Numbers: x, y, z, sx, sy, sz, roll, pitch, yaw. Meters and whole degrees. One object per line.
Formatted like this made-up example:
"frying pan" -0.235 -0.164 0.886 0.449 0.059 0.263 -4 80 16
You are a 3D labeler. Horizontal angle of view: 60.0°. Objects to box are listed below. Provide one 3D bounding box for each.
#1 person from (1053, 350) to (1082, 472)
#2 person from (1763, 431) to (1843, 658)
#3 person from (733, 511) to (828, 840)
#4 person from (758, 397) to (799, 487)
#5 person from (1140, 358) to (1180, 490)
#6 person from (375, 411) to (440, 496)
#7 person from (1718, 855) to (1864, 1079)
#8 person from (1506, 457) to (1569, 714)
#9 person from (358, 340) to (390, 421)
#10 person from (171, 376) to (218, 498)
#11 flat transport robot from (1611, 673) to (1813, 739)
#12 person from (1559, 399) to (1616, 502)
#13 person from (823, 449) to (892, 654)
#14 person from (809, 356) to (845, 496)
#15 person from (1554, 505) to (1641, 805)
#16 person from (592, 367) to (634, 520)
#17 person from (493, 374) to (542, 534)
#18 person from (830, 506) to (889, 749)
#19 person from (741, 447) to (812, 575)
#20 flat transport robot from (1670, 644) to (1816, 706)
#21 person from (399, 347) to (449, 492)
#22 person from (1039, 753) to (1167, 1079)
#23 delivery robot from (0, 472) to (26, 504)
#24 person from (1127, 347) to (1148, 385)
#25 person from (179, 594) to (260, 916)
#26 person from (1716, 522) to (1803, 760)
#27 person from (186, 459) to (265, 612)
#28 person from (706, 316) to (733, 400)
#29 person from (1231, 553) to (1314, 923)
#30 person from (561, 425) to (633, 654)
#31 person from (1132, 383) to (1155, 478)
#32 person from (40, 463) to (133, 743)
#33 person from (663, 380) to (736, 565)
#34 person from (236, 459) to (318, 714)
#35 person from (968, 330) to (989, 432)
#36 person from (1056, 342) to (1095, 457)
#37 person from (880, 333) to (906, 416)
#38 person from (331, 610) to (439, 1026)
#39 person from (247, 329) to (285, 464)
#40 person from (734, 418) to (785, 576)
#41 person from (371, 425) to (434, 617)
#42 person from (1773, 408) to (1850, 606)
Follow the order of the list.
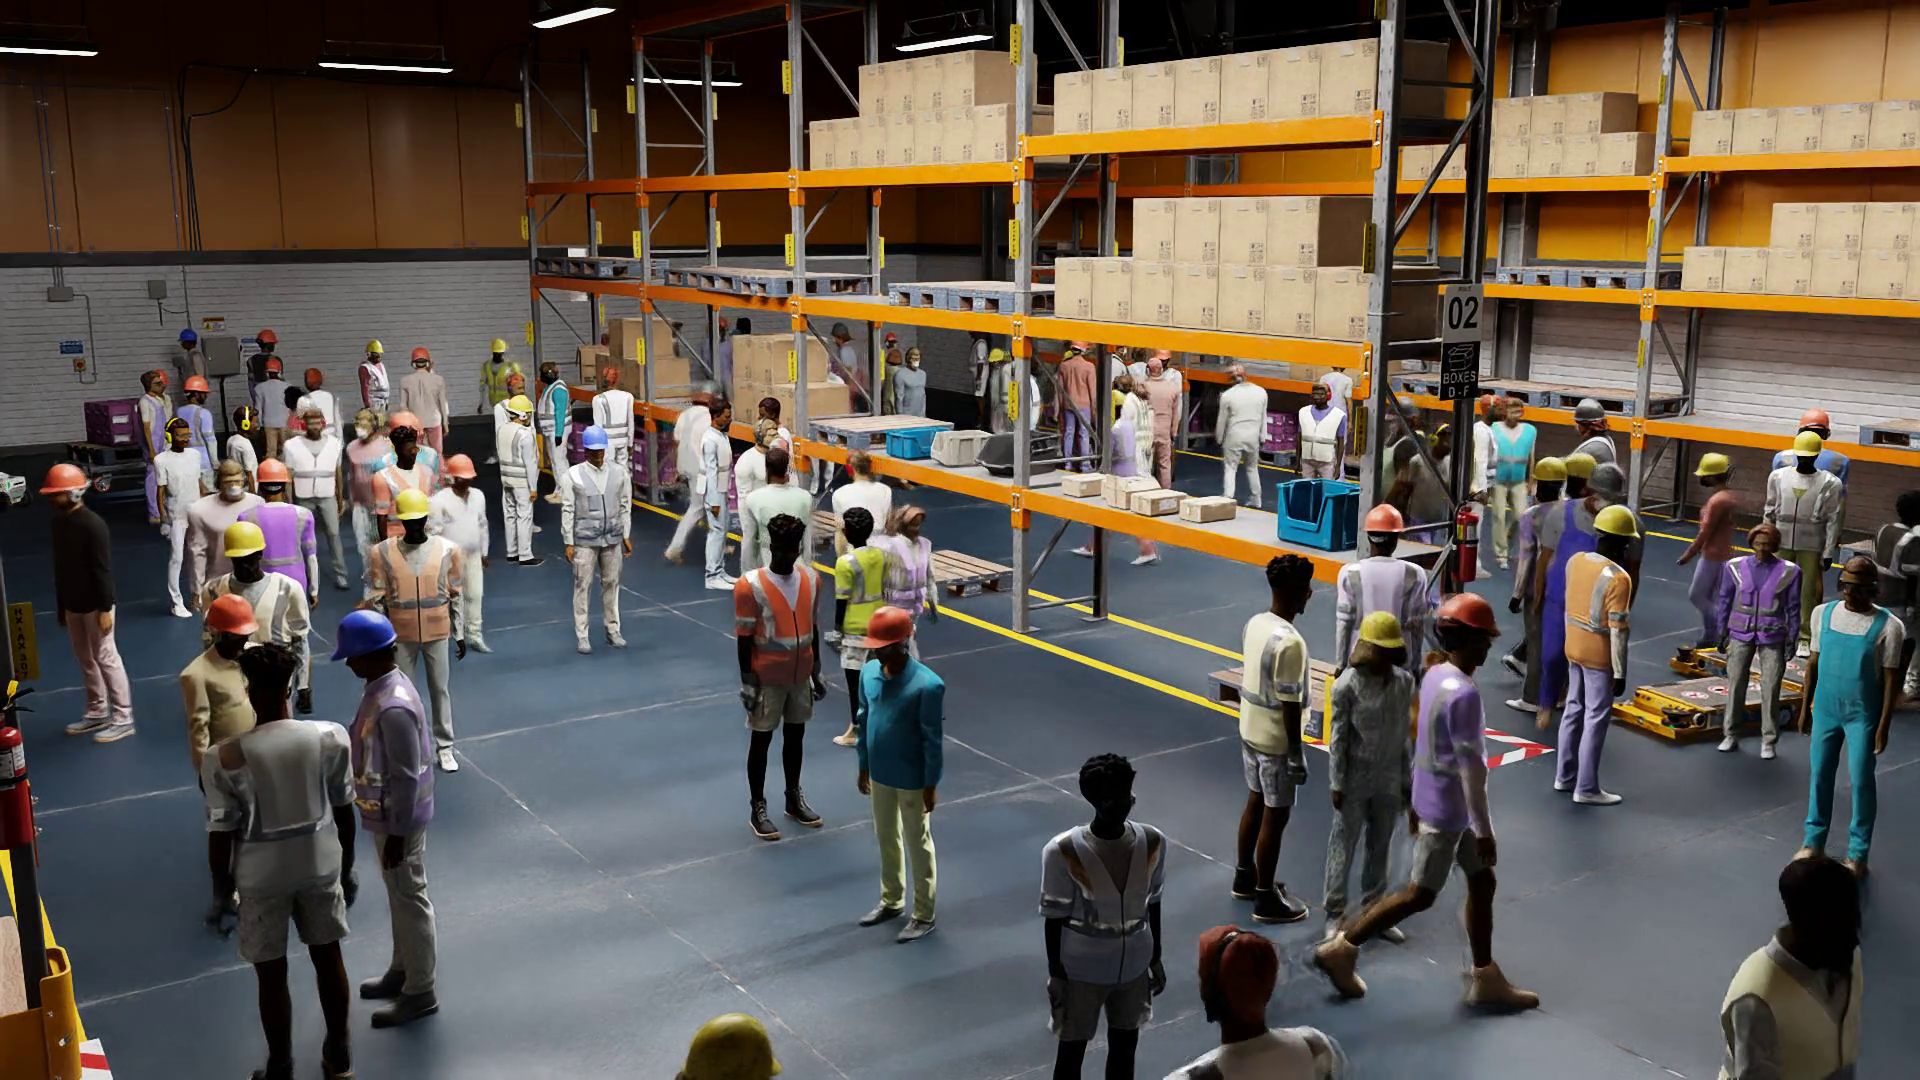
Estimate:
"person" 1.591 -1.856 24.060 0.532 1.765 0.323 -4 12 -20
"person" 7.061 0.032 14.010 0.586 1.918 0.395 10 15 41
"person" -1.064 0.798 9.976 0.600 1.959 0.384 -9 14 -39
"person" -1.825 -0.479 16.658 0.410 1.908 0.598 -3 12 -17
"person" 2.458 -1.360 21.148 0.643 1.913 0.410 -3 11 -15
"person" -4.829 -0.153 14.690 0.484 2.016 0.628 10 15 41
"person" 2.485 1.817 4.998 0.676 1.892 0.421 -6 13 -29
"person" 4.360 0.339 12.405 0.585 1.928 0.370 -5 12 -22
"person" -8.830 -2.104 25.159 0.403 1.827 0.601 2 11 8
"person" -8.469 -0.860 18.543 0.542 1.929 0.374 4 12 21
"flat transport robot" 5.563 1.207 12.219 1.431 0.197 0.652 -4 12 -21
"person" 5.749 -0.295 15.361 0.536 2.000 0.681 6 12 27
"person" -0.821 0.138 13.783 0.585 1.786 0.990 -6 13 -30
"person" -1.821 -1.527 22.095 0.663 1.877 0.769 -1 11 -6
"person" 4.024 0.724 10.484 0.394 1.913 0.591 -3 11 -14
"person" -4.206 -1.156 20.167 0.346 1.883 0.584 10 15 41
"person" -5.150 -0.988 19.330 0.351 1.880 0.576 7 13 31
"person" -0.689 0.608 11.643 0.319 1.694 0.537 7 13 32
"person" -1.404 0.221 13.111 0.598 1.899 0.803 -8 14 -36
"flat transport robot" 6.353 1.052 13.013 0.652 0.197 1.431 -4 12 -21
"person" -7.033 -1.533 21.849 0.620 1.985 0.408 -3 11 -16
"person" 0.553 1.633 6.373 0.535 1.700 0.318 -5 12 -22
"delivery robot" -12.182 -0.692 20.965 0.707 0.478 0.477 2 11 9
"person" 2.609 -1.946 24.314 0.506 1.846 0.346 -3 12 -16
"person" -3.824 1.130 8.843 0.354 1.739 0.570 5 12 22
"person" 5.475 0.680 11.426 0.523 1.632 0.315 7 13 32
"person" -5.367 0.355 12.359 0.649 1.932 0.436 -4 12 -21
"person" -4.113 -2.894 28.838 0.638 1.972 0.666 1 11 5
"person" 1.673 1.032 8.804 0.377 1.956 0.603 -2 11 -9
"person" -3.077 -0.011 14.146 0.615 1.945 0.406 -7 13 -34
"person" 2.272 -1.151 20.800 0.313 1.634 0.514 -4 12 -20
"person" -6.189 0.438 11.745 0.627 1.991 0.395 7 13 32
"person" -2.829 -0.768 17.781 1.011 2.000 0.752 -10 15 -41
"person" -5.045 0.359 12.327 0.548 1.924 0.389 -7 13 -33
"person" 0.312 -2.787 28.315 0.367 1.962 0.631 0 11 -2
"person" 1.849 -2.135 25.343 0.951 1.814 0.533 5 12 24
"person" -1.177 -2.648 28.220 0.607 1.724 0.418 -9 14 -39
"person" -2.631 1.260 7.672 0.406 1.937 0.602 -5 12 -24
"person" -10.109 -2.058 24.376 0.611 2.042 0.396 4 12 20
"person" -1.752 -0.130 14.821 0.358 1.931 0.633 6 13 30
"person" -4.649 0.003 14.026 0.372 1.966 0.608 7 13 31
"person" 7.423 -0.143 14.613 0.609 2.035 0.417 5 12 22
